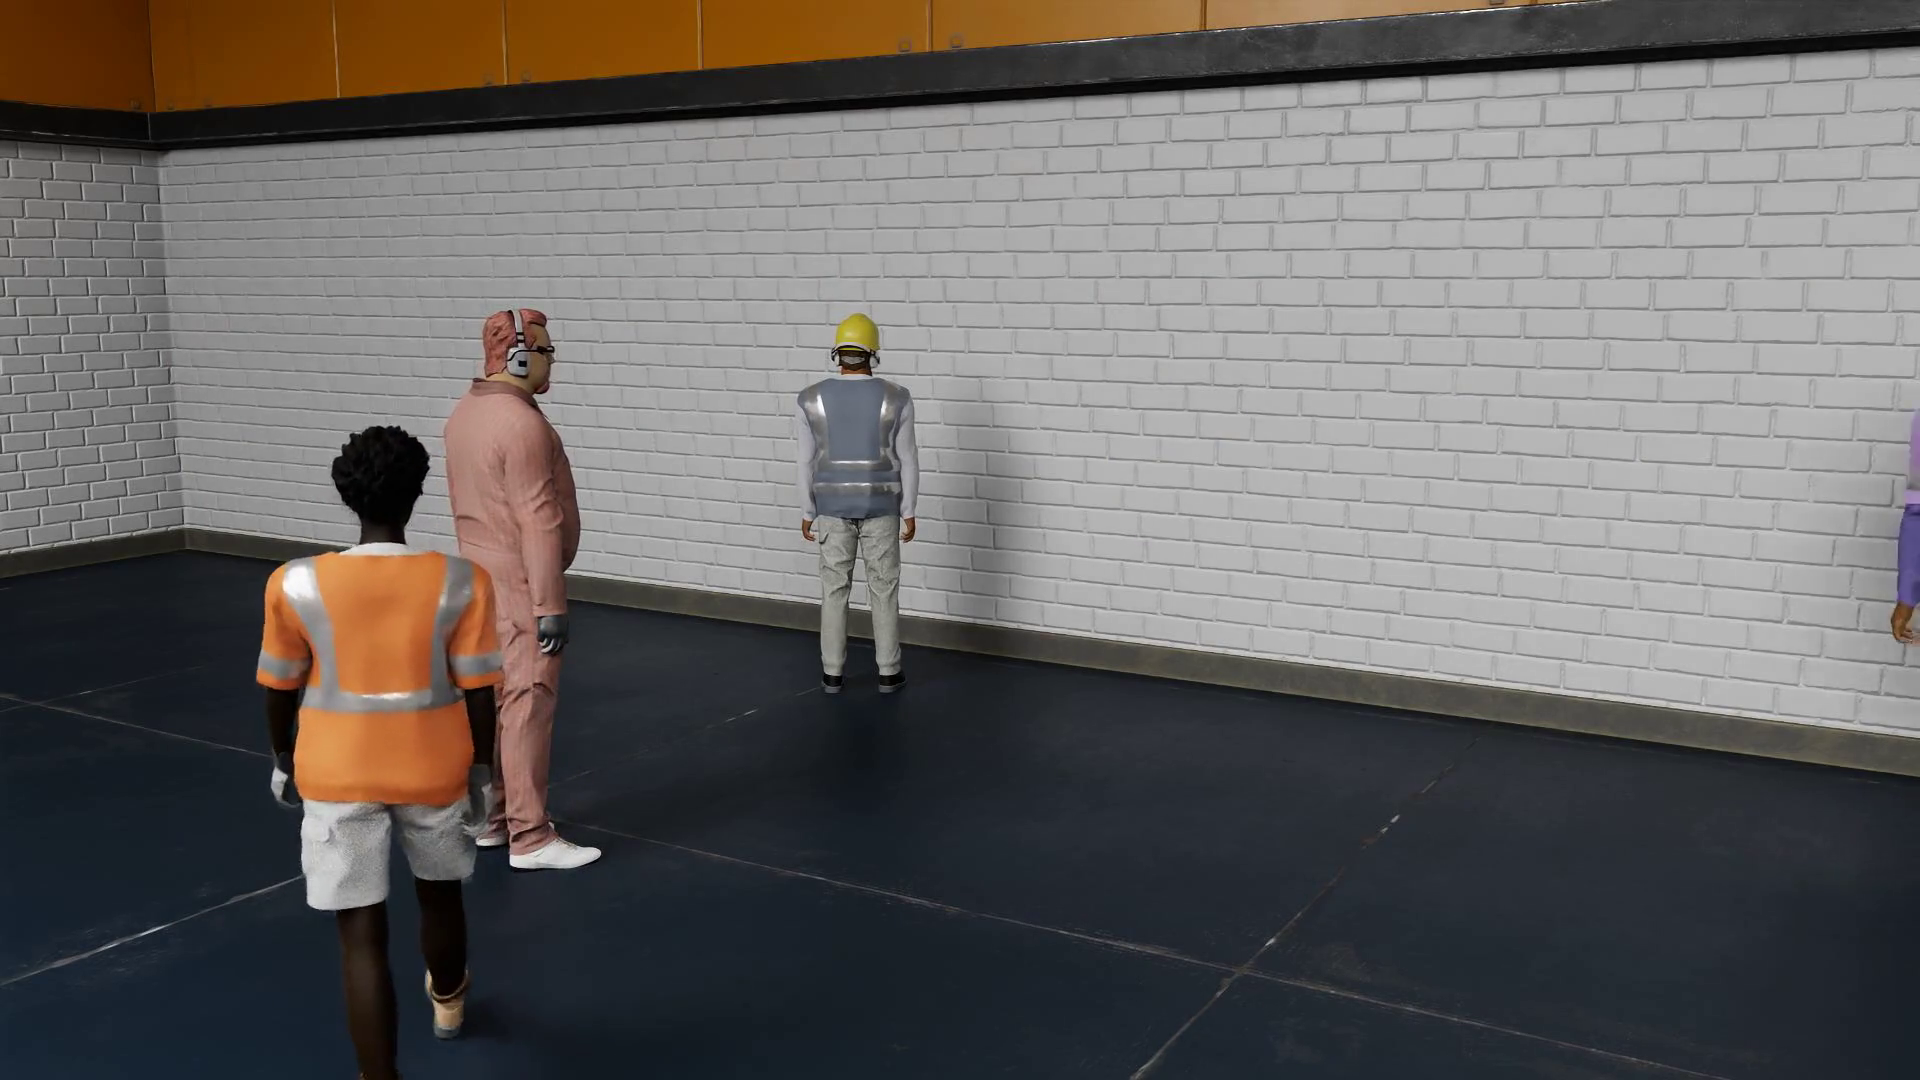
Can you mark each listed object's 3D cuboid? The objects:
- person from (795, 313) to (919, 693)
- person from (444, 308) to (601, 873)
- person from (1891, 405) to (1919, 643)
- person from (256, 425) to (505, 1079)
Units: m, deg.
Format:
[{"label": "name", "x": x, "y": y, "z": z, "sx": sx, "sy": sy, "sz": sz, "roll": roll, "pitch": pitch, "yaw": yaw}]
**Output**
[{"label": "person", "x": -0.489, "y": -0.167, "z": 8.012, "sx": 0.592, "sy": 1.833, "sz": 0.404, "roll": 0, "pitch": 9, "yaw": 1}, {"label": "person", "x": -1.492, "y": 0.168, "z": 5.695, "sx": 0.402, "sy": 1.906, "sz": 0.652, "roll": -7, "pitch": 11, "yaw": -37}, {"label": "person", "x": 3.503, "y": 0.148, "z": 5.553, "sx": 0.639, "sy": 1.986, "sz": 0.648, "roll": -9, "pitch": 13, "yaw": -44}, {"label": "person", "x": -1.399, "y": 0.554, "z": 4.043, "sx": 0.544, "sy": 1.662, "sz": 0.813, "roll": -4, "pitch": 10, "yaw": -23}]
